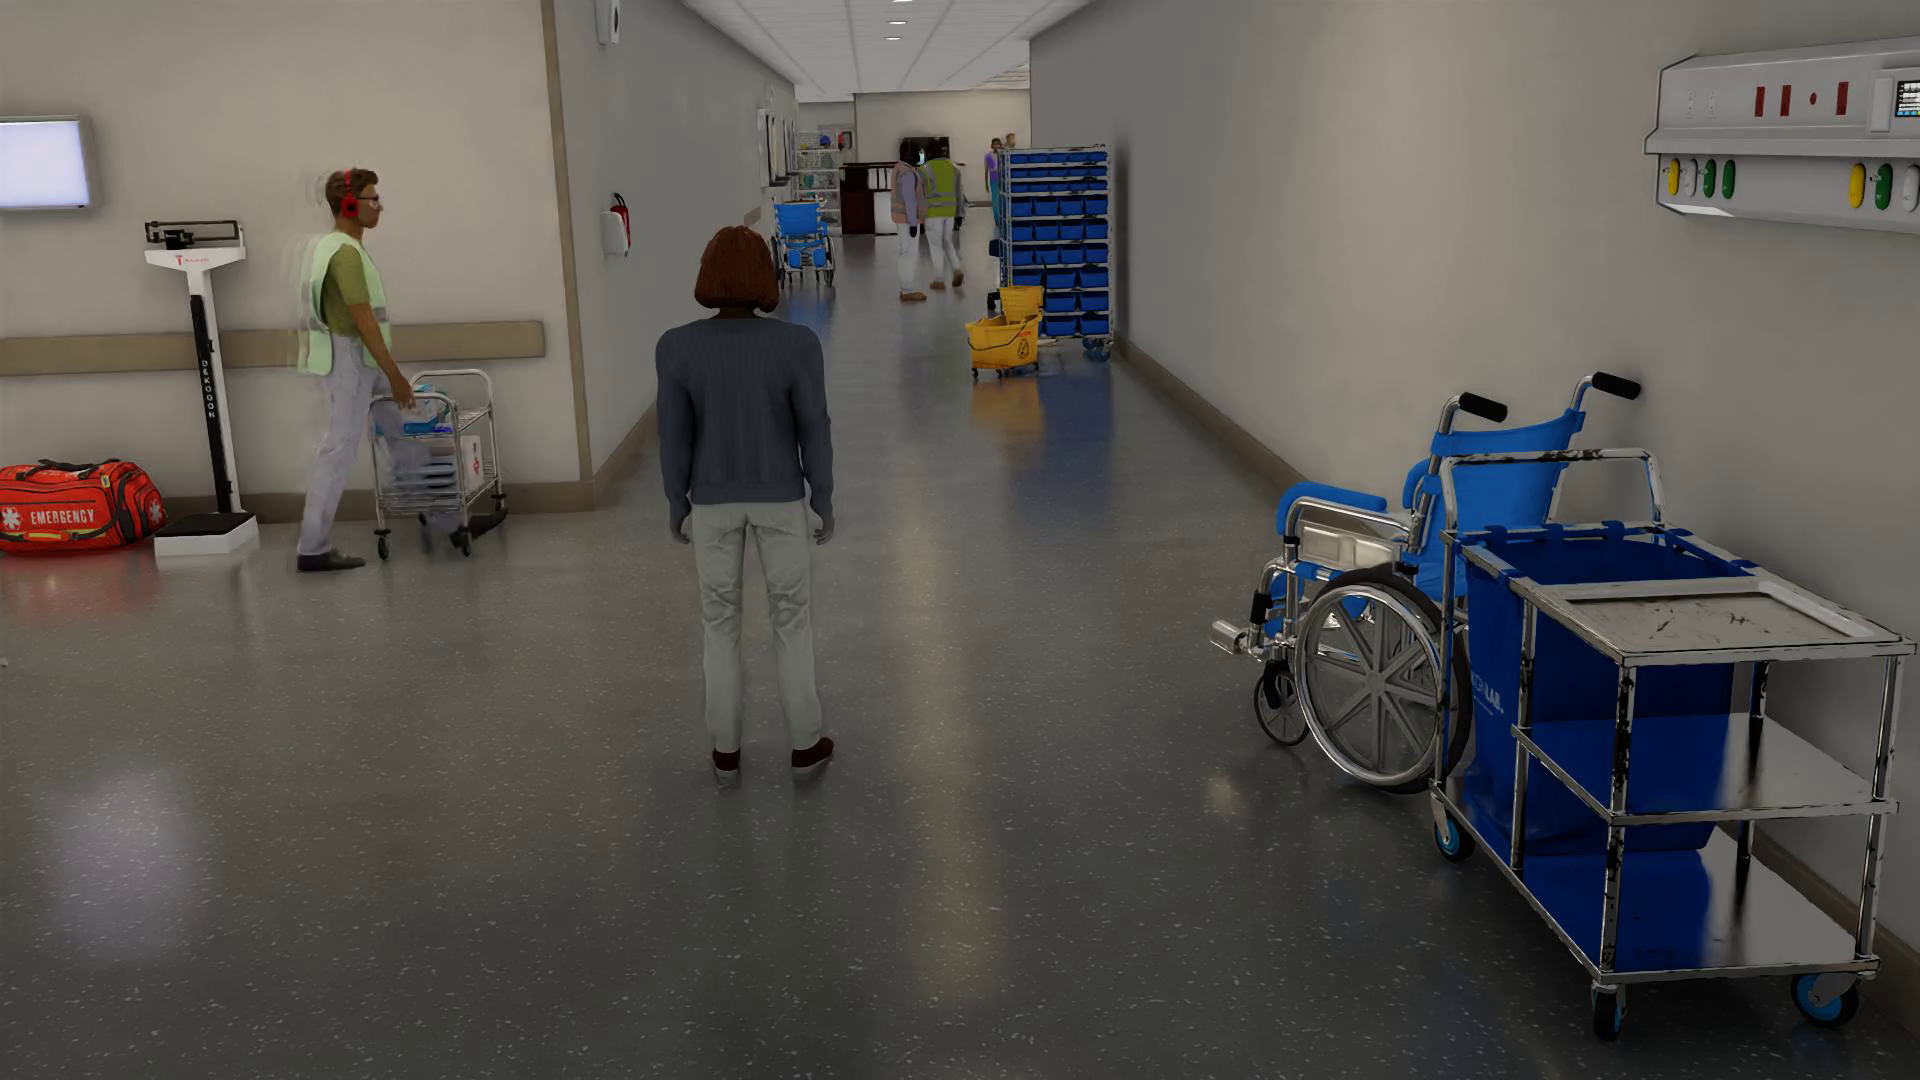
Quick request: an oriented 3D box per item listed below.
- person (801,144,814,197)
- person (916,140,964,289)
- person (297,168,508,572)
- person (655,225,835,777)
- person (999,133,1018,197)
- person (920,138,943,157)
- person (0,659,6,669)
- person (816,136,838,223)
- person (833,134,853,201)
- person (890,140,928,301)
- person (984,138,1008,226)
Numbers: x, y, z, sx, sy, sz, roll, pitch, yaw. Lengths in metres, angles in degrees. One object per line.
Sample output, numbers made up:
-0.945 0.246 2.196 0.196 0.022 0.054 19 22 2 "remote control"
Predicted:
-4.253 -10.104 46.201 0.332 1.765 0.531 4 15 21 "person"
-0.268 -4.018 20.586 0.648 1.820 0.434 -12 17 -36 "person"
-2.641 -0.766 7.559 0.974 1.795 0.577 -6 14 -15 "person"
-0.621 -0.100 4.916 0.507 1.632 0.264 -1 14 2 "person"
1.135 -8.266 37.735 0.682 1.889 0.659 -15 19 -43 "person"
-0.616 -8.193 37.777 0.633 1.836 0.429 -9 16 -29 "person"
-3.927 -0.217 5.833 0.750 1.610 0.526 -11 16 -33 "person"
-3.057 -8.223 37.928 0.389 1.949 0.604 -9 15 -28 "person"
-2.602 -8.153 37.559 0.569 1.956 0.685 -14 19 -42 "person"
-0.577 -3.694 19.282 0.431 1.836 0.619 -4 14 -11 "person"
0.787 -7.467 34.666 0.566 1.810 0.936 -4 14 -9 "person"
